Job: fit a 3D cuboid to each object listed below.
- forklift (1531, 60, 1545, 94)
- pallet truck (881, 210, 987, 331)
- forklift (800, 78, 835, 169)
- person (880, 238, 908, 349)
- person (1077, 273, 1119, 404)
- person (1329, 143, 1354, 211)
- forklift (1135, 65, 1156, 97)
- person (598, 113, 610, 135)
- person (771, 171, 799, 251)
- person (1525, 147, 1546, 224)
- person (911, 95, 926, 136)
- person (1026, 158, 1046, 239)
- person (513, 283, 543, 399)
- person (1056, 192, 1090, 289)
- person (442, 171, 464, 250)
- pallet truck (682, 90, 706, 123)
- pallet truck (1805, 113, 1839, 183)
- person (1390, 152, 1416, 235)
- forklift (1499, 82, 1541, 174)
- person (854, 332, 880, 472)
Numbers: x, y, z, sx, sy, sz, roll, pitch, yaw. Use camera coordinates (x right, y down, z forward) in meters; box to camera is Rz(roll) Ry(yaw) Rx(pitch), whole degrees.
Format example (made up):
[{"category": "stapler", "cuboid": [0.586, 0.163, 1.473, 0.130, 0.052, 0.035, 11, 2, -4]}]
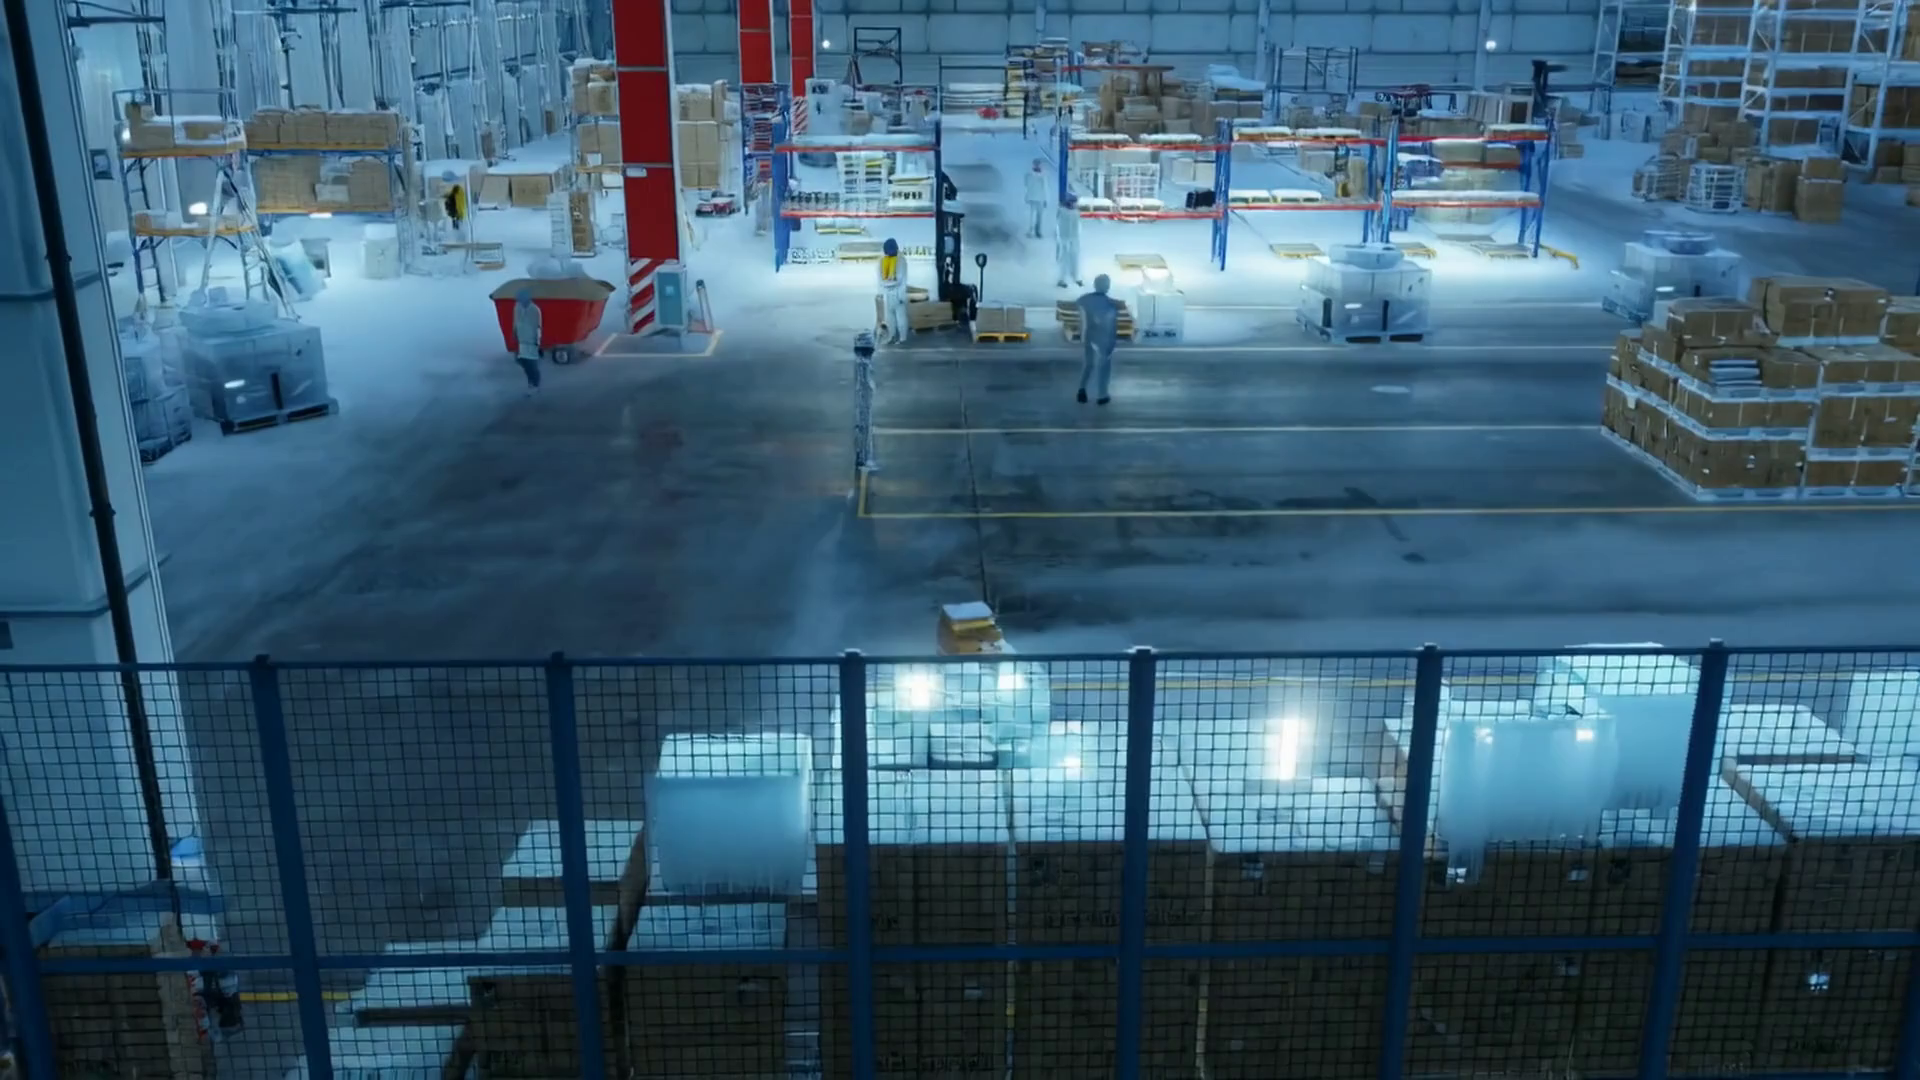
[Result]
[{"category": "forklift", "cuboid": [22.941, -17.687, 66.340, 1.873, 2.768, 1.129, 8, 20, 23]}, {"category": "pallet truck", "cuboid": [-0.493, -4.759, 29.349, 1.885, 1.965, 0.823, -13, 23, -34]}, {"category": "forklift", "cuboid": [-4.527, -13.620, 54.275, 1.129, 2.768, 1.873, -6, 20, -18]}, {"category": "person", "cuboid": [-1.108, -4.101, 27.660, 0.430, 1.836, 0.625, -14, 23, -35]}, {"category": "person", "cuboid": [1.967, -2.862, 23.844, 0.639, 1.920, 0.629, 10, 21, 28]}, {"category": "person", "cuboid": [10.132, -9.706, 44.148, 0.595, 1.918, 0.386, 16, 24, 39]}, {"category": "forklift", "cuboid": [6.946, -16.489, 62.786, 1.873, 2.768, 1.129, 15, 24, 37]}, {"category": "person", "cuboid": [-13.965, -16.661, 65.293, 0.512, 1.586, 0.864, -16, 25, -40]}, {"category": "person", "cuboid": [-3.943, -7.468, 37.685, 0.921, 1.799, 0.533, -15, 24, -37]}, {"category": "person", "cuboid": [14.511, -8.945, 41.934, 0.547, 1.901, 0.928, 11, 21, 29]}, {"category": "person", "cuboid": [-1.426, -15.309, 60.805, 0.999, 1.885, 0.651, -4, 19, -11]}, {"category": "person", "cuboid": [1.805, -8.127, 39.505, 0.406, 1.897, 0.624, -9, 21, -25]}, {"category": "person", "cuboid": [-6.331, -2.932, 24.402, 0.554, 1.698, 0.319, 10, 21, 27]}, {"category": "person", "cuboid": [2.228, -5.902, 32.888, 0.642, 1.904, 0.902, -12, 22, -32]}, {"category": "person", "cuboid": [-11.052, -7.085, 36.351, 0.376, 1.931, 0.542, -4, 19, -10]}, {"category": "pallet truck", "cuboid": [-9.671, -15.907, 62.421, 0.823, 1.965, 1.885, 5, 19, 15]}, {"category": "pallet truck", "cuboid": [26.403, -11.957, 50.702, 0.823, 1.965, 1.885, 6, 19, 16]}, {"category": "person", "cuboid": [10.678, -8.359, 40.075, 0.607, 1.966, 0.367, -15, 24, -37]}, {"category": "forklift", "cuboid": [17.612, -13.042, 52.560, 1.129, 2.768, 1.873, -1, 19, -1]}, {"category": "person", "cuboid": [-1.168, -1.729, 20.753, 0.297, 1.744, 0.487, -3, 19, -8]}]
